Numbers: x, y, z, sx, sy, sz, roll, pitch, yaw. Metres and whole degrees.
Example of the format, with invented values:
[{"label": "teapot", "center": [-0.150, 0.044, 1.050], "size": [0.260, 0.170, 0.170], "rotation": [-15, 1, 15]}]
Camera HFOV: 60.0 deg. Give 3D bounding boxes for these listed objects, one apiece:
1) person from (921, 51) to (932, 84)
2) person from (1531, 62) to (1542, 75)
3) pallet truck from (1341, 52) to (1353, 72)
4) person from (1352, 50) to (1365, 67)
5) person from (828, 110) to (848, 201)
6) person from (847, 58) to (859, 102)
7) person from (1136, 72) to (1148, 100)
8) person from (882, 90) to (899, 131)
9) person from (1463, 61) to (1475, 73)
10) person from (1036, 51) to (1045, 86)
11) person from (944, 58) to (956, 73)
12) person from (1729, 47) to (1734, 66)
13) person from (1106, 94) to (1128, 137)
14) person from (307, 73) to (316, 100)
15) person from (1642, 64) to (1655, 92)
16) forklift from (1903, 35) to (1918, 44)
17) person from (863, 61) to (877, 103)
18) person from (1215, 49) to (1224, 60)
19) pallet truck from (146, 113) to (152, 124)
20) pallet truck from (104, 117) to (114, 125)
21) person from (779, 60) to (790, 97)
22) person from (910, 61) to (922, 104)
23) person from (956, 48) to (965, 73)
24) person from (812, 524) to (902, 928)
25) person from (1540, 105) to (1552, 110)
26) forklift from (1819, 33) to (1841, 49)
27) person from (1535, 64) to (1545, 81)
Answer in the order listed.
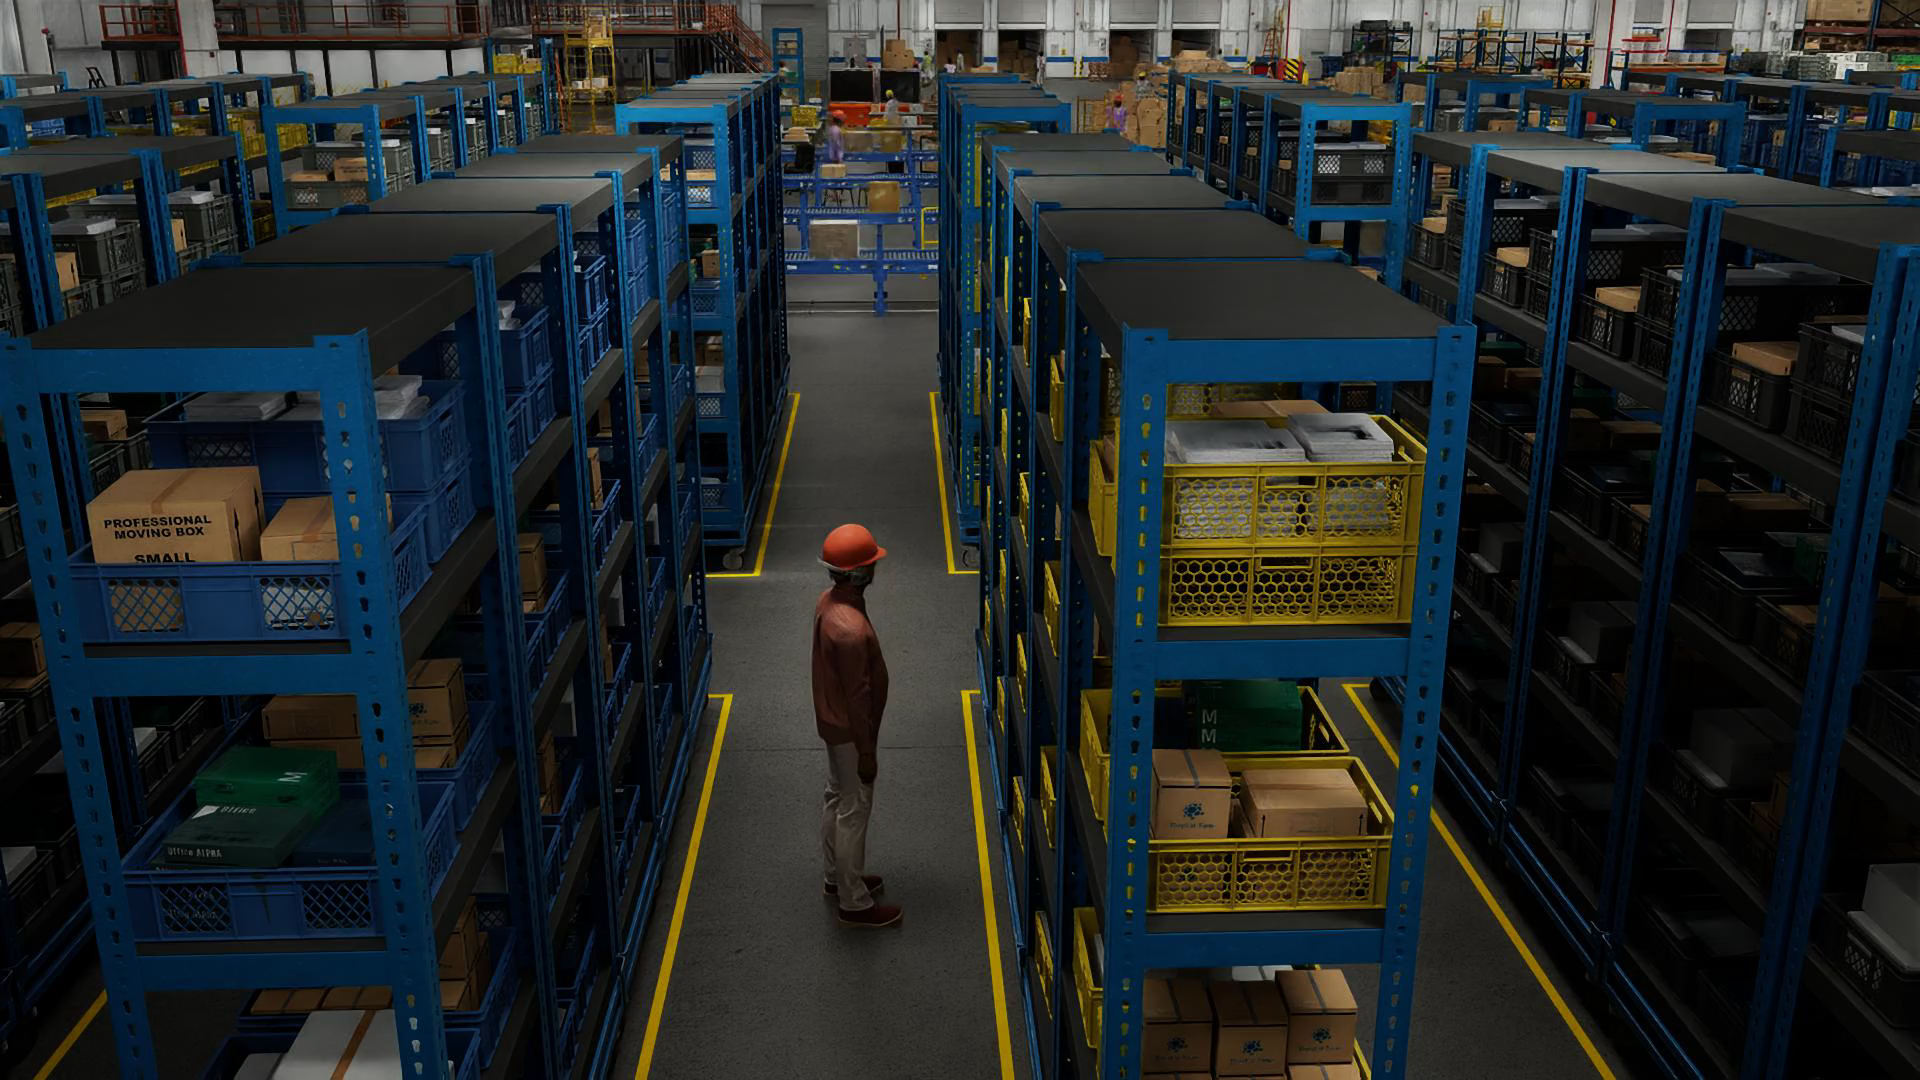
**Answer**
[{"label": "person", "center": [-1.809, -25.565, 90.075], "size": [0.627, 1.824, 0.478], "rotation": [-12, 22, -33]}, {"label": "person", "center": [25.153, -19.951, 72.692], "size": [0.604, 1.827, 1.013], "rotation": [-7, 19, -22]}, {"label": "pallet truck", "center": [18.794, -23.123, 82.231], "size": [0.823, 1.965, 1.885], "rotation": [-13, 22, -35]}, {"label": "person", "center": [20.204, -23.830, 84.349], "size": [0.663, 2.000, 0.691], "rotation": [-7, 19, -22]}, {"label": "person", "center": [-2.719, -8.579, 37.193], "size": [0.420, 2.027, 0.607], "rotation": [-3, 18, -11]}, {"label": "person", "center": [-4.823, -20.701, 74.872], "size": [0.587, 1.914, 0.391], "rotation": [5, 19, 15]}, {"label": "person", "center": [7.063, -17.297, 64.650], "size": [0.489, 1.723, 0.658], "rotation": [5, 19, 15]}, {"label": "person", "center": [-2.148, -12.552, 49.817], "size": [0.574, 1.803, 0.631], "rotation": [9, 20, 27]}, {"label": "person", "center": [21.445, -19.222, 70.260], "size": [0.551, 1.932, 0.378], "rotation": [6, 19, 19]}, {"label": "person", "center": [4.330, -25.240, 89.043], "size": [0.429, 1.838, 0.621], "rotation": [13, 22, 34]}, {"label": "person", "center": [-0.447, -21.384, 77.094], "size": [0.588, 1.860, 0.960], "rotation": [-2, 18, -7]}, {"label": "person", "center": [43.643, -27.067, 94.588], "size": [0.741, 1.903, 0.605], "rotation": [1, 18, 3]}, {"label": "person", "center": [4.332, -11.231, 45.565], "size": [0.584, 1.909, 0.759], "rotation": [-3, 18, -10]}, {"label": "person", "center": [-24.118, -16.410, 61.750], "size": [0.836, 1.822, 0.520], "rotation": [-1, 18, -4]}, {"label": "person", "center": [33.472, -22.556, 80.627], "size": [0.802, 1.905, 0.636], "rotation": [-2, 18, -5]}, {"label": "forklift", "center": [49.831, -25.277, 87.485], "size": [1.129, 2.768, 1.873], "rotation": [-10, 20, -27]}, {"label": "person", "center": [-3.723, -18.852, 69.018], "size": [0.621, 1.992, 0.397], "rotation": [-7, 19, -21]}, {"label": "person", "center": [14.329, -26.135, 91.796], "size": [0.506, 1.848, 0.447], "rotation": [9, 20, 25]}, {"label": "pallet truck", "center": [-18.087, -8.309, 36.390], "size": [1.885, 1.965, 0.823], "rotation": [-1, 18, -4]}, {"label": "pallet truck", "center": [-18.367, -7.885, 35.078], "size": [1.885, 1.965, 0.823], "rotation": [1, 18, 2]}, {"label": "person", "center": [-7.915, -20.595, 74.645], "size": [0.584, 1.859, 0.844], "rotation": [8, 20, 23]}, {"label": "person", "center": [-1.871, -19.717, 71.828], "size": [0.563, 1.903, 0.872], "rotation": [6, 19, 19]}, {"label": "person", "center": [0.014, -26.415, 92.581], "size": [1.013, 1.903, 0.639], "rotation": [5, 19, 14]}, {"label": "person", "center": [-0.513, 0.883, 7.942], "size": [0.370, 1.996, 0.622], "rotation": [-5, 19, -16]}, {"label": "person", "center": [19.801, -14.640, 56.392], "size": [0.533, 1.745, 0.680], "rotation": [7, 19, 22]}, {"label": "forklift", "center": [43.982, -24.305, 84.475], "size": [1.129, 2.768, 1.873], "rotation": [-1, 18, -2]}, {"label": "person", "center": [24.105, -18.860, 69.272], "size": [0.501, 1.861, 0.334], "rotation": [-9, 20, -26]}]
